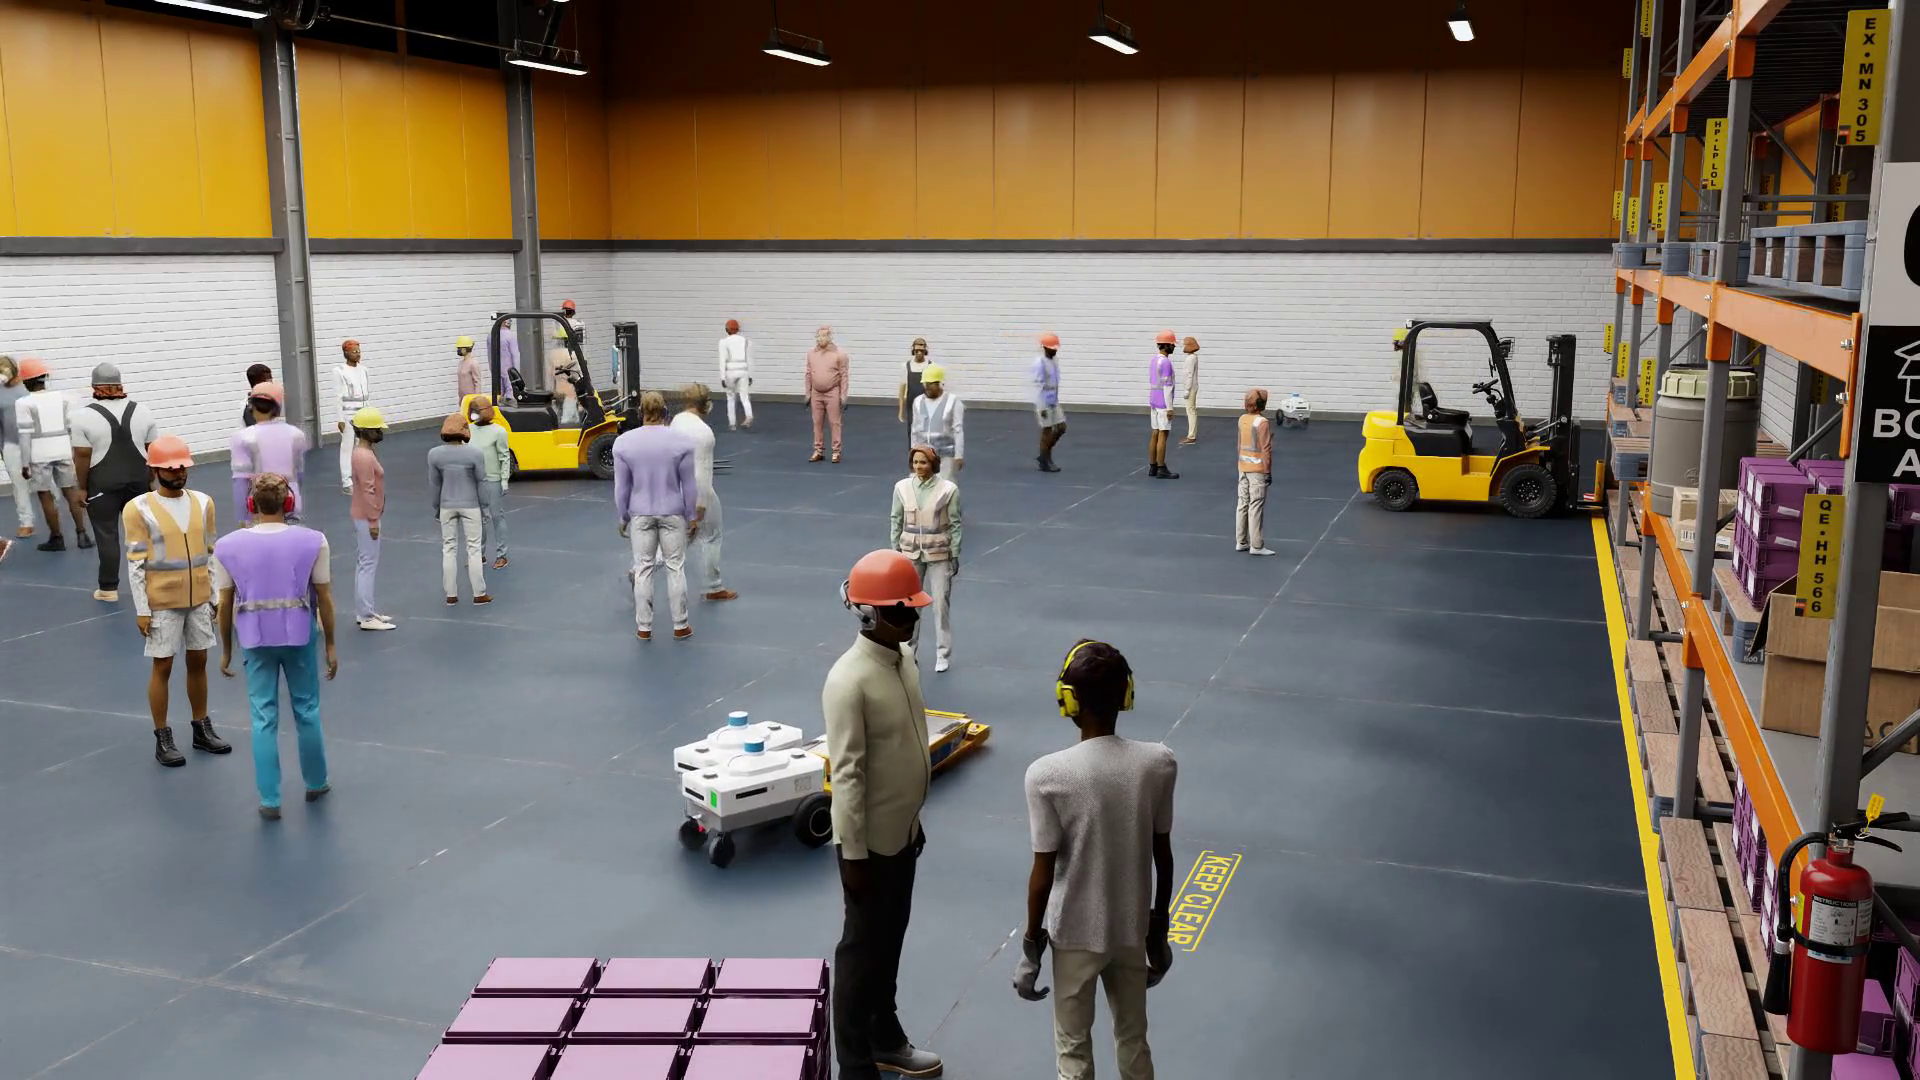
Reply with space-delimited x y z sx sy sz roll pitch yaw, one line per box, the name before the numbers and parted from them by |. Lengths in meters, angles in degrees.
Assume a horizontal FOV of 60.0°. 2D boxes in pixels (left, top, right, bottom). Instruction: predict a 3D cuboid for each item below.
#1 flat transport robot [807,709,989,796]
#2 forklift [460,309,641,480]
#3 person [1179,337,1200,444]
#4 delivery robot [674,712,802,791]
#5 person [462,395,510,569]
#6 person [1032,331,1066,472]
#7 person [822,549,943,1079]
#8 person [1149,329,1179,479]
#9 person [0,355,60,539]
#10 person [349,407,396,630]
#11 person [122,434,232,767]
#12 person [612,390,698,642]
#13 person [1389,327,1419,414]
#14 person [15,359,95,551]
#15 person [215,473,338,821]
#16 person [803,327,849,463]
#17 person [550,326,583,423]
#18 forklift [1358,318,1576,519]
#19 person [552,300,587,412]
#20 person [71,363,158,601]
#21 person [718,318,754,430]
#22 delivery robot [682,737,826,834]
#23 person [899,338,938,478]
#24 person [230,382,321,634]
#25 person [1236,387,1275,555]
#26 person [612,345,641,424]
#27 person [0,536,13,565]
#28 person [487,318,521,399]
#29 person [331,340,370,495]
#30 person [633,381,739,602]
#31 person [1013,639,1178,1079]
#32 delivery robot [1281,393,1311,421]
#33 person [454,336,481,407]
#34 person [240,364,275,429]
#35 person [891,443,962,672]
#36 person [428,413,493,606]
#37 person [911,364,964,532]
flat transport robot | -0.411 1.204 9.621 0.652 0.197 1.431 5 11 24
forklift | -5.354 -1.902 21.697 2.313 2.155 1.214 -2 10 -13
person | 3.515 -2.290 25.465 0.280 1.632 0.505 3 10 14
delivery robot | -1.173 1.156 8.830 0.477 0.478 0.707 8 13 39
person | -4.464 -0.542 15.621 0.509 1.631 0.268 3 11 17
person | 1.191 -1.828 22.096 0.415 1.898 0.584 7 12 34
person | -0.271 1.012 5.849 0.381 1.993 0.622 3 11 17
person | 2.657 -1.768 21.663 0.361 1.939 0.543 -2 10 -14
person | -9.801 -1.006 17.474 0.642 1.907 0.870 -1 10 -7
person | -4.655 -0.173 13.167 0.326 1.766 0.533 -4 11 -23
person | -4.582 0.344 9.772 0.356 1.938 0.543 7 12 34
person | -2.316 -0.177 12.707 0.628 1.940 0.373 -1 10 -6
person | 6.589 -2.251 24.744 0.439 1.811 0.631 6 12 31
person | -8.976 -0.830 16.473 0.466 1.916 0.658 6 12 30
person | -3.667 0.556 8.936 0.608 1.817 0.723 -3 11 -17
person | -1.875 -2.019 23.224 0.695 1.895 0.401 5 11 24
person | -5.640 -2.116 23.796 0.598 1.889 0.960 7 13 36
forklift | 5.787 -1.437 19.079 2.313 2.155 1.214 3 11 19
person | -7.057 -3.323 30.127 0.608 2.044 0.377 -2 10 -9
person | -7.260 -0.506 14.268 0.536 2.000 0.688 9 13 41
person | -3.612 -2.682 27.101 0.593 1.846 0.856 -5 11 -25
delivery robot | -1.034 1.237 8.375 0.707 0.478 0.477 -8 13 -38
person | -0.528 -1.688 21.516 0.511 1.837 0.360 1 10 4
person | -5.375 -0.237 12.973 0.909 1.970 0.617 9 13 41
person | 2.888 -0.670 16.313 0.307 1.645 0.513 -4 11 -22
person | -5.632 -2.764 28.115 0.513 1.641 0.307 -7 12 -35
person | -9.335 -0.646 15.639 0.731 1.847 0.578 2 10 12
person | -7.573 -2.838 27.790 0.651 1.904 0.403 6 12 30
person | -7.377 -1.492 20.264 0.354 1.883 0.573 4 11 21
person | -2.300 -0.378 13.943 0.828 1.910 0.633 -8 13 -37
person | 0.410 1.219 5.069 0.514 1.861 0.329 -4 11 -21
delivery robot | 5.604 -2.209 27.778 0.477 0.478 0.707 -1 10 -4
person | -6.902 -1.977 23.326 0.324 1.767 0.533 -9 14 -42
person | -6.639 -0.709 15.759 0.379 1.917 0.591 -3 11 -17
person | -0.242 0.126 11.843 0.523 1.638 0.311 3 11 17
person | -4.202 -0.254 13.998 0.497 1.632 0.289 0 10 1
person | -0.235 -0.915 17.200 0.608 1.816 0.465 5 11 25
